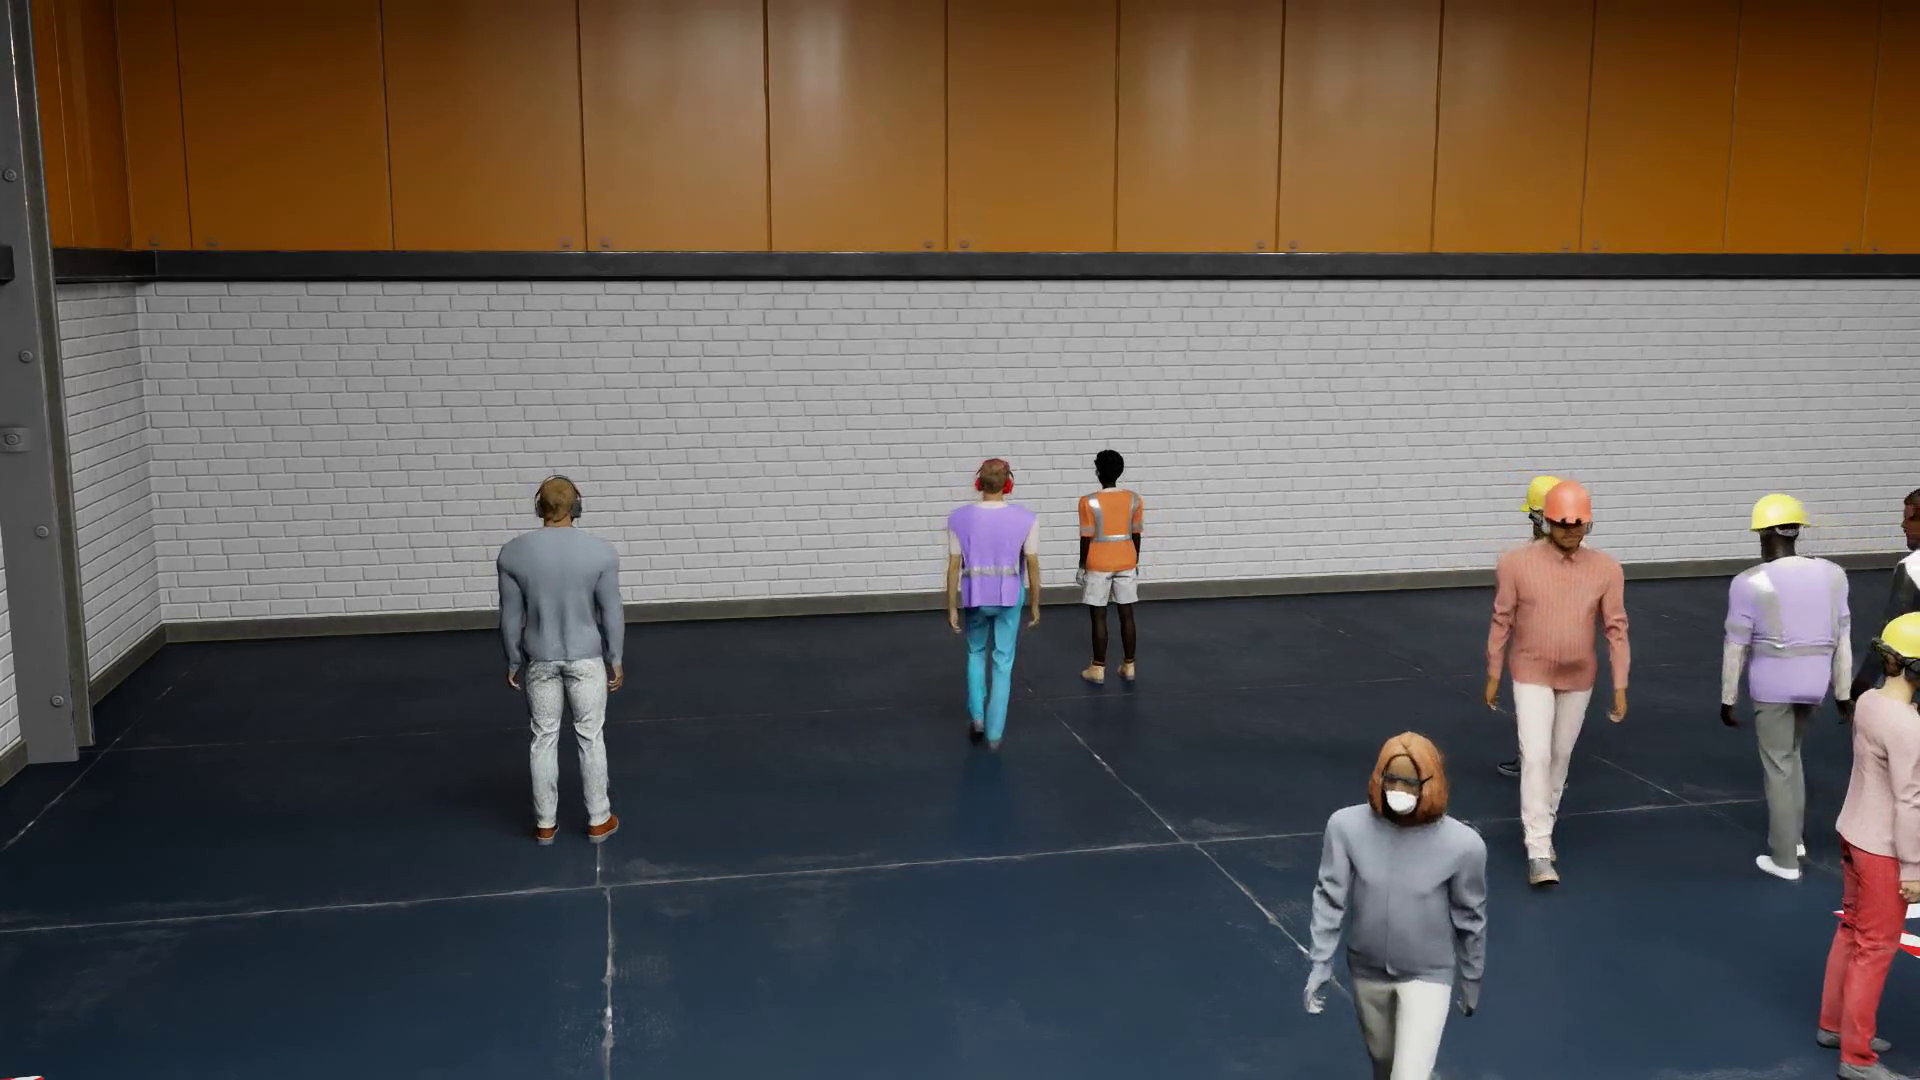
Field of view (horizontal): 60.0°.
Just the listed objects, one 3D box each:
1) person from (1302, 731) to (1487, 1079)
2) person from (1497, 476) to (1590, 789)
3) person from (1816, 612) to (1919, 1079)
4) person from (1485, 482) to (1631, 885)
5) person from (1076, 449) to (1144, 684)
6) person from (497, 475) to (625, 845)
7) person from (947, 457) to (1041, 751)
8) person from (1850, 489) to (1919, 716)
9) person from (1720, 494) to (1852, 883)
[{"bbox_3d":[1.385,1.362,5.247,0.502,1.597,0.841,6,11,31],"label":"person"},{"bbox_3d":[3.373,0.534,9.589,0.403,1.822,0.588,-1,9,-4],"label":"person"},{"bbox_3d":[3.441,1.131,6.157,0.343,1.760,0.534,2,10,12],"label":"person"},{"bbox_3d":[2.946,0.704,8.119,0.653,1.955,0.931,1,9,4],"label":"person"},{"bbox_3d":[1.082,0.191,12.057,0.540,1.695,0.317,-4,10,-23],"label":"person"},{"bbox_3d":[-2.062,0.627,8.668,0.635,1.936,0.355,-1,9,-5],"label":"person"},{"bbox_3d":[0.219,0.395,10.401,0.576,1.824,0.505,1,9,6],"label":"person"},{"bbox_3d":[4.863,0.673,8.490,0.617,1.896,0.599,-6,11,-33],"label":"person"},{"bbox_3d":[4.049,0.724,8.226,0.632,1.889,0.586,-2,9,-9],"label":"person"}]
